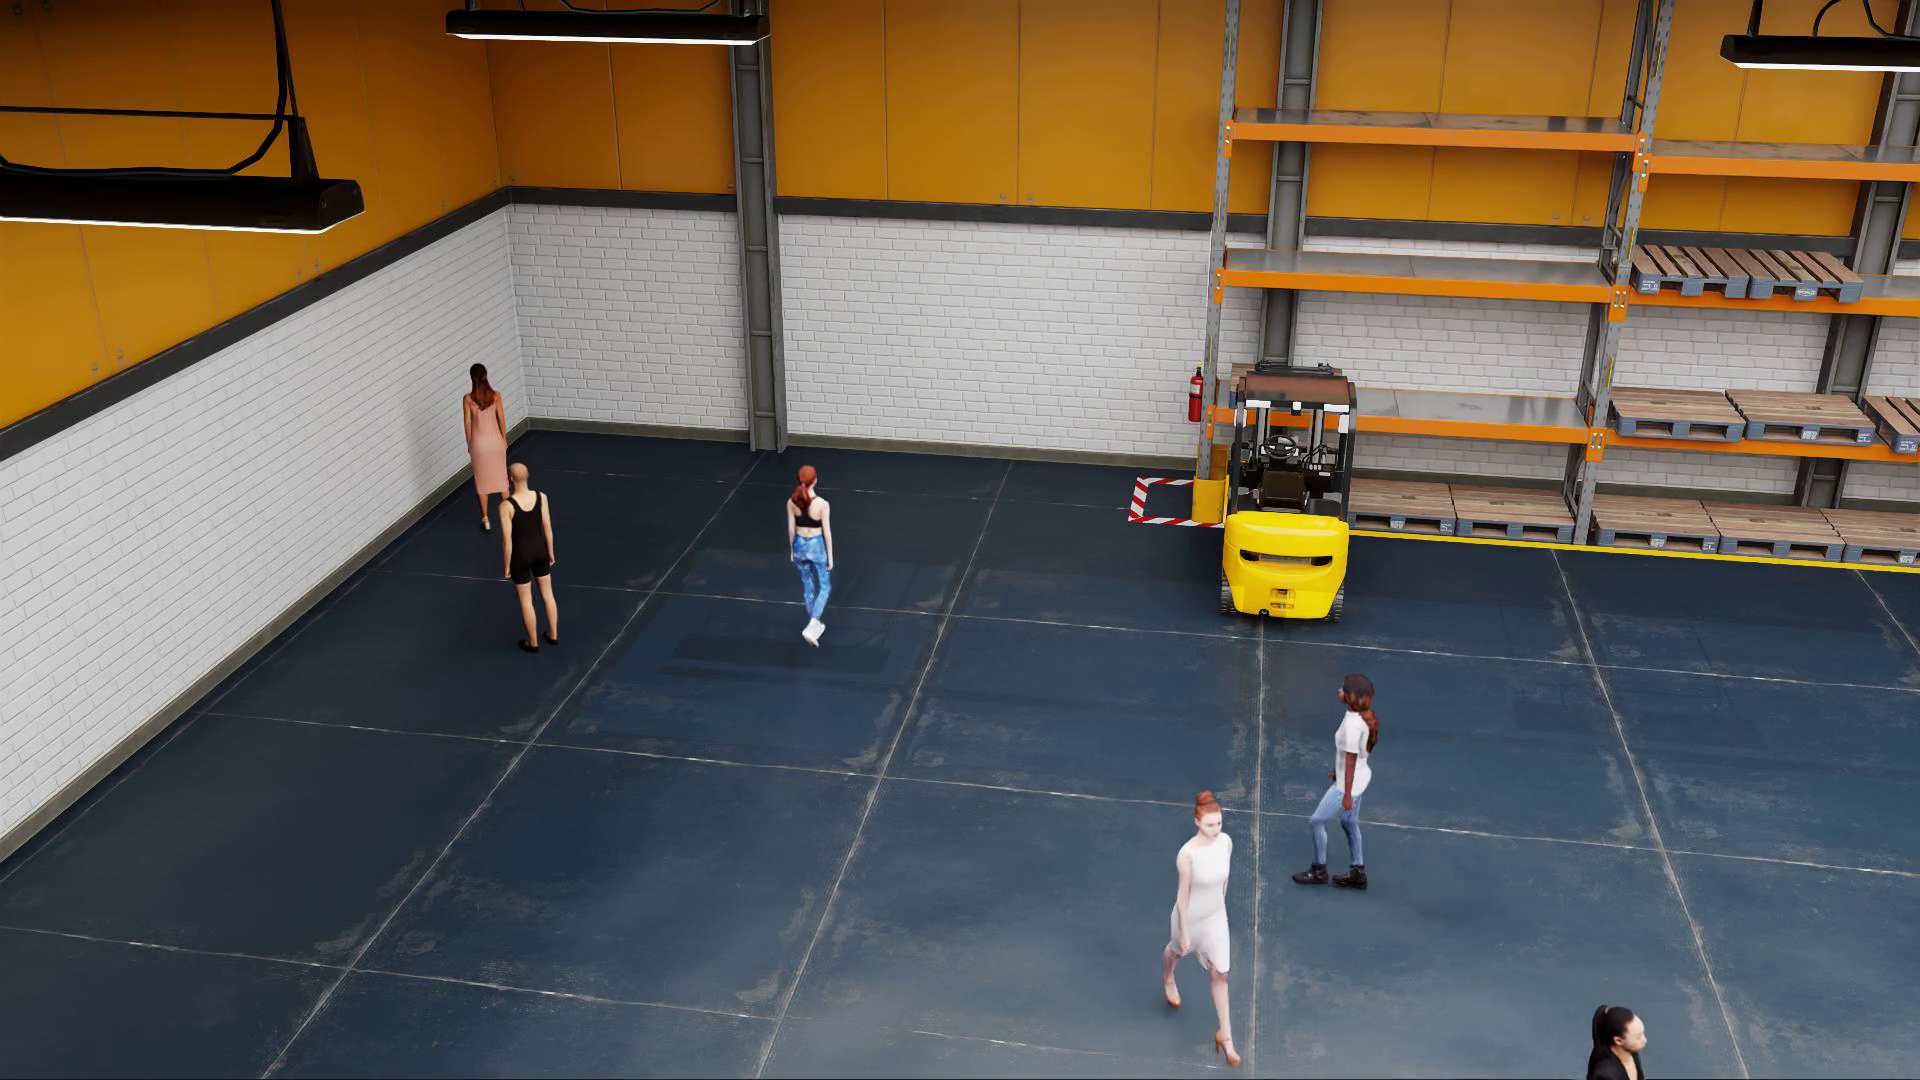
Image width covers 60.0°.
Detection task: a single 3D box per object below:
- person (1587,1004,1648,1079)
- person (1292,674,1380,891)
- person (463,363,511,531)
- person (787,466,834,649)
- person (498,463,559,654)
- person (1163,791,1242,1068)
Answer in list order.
[{"bbox_3d":[3.257,3.082,8.634,0.936,1.681,0.792,15,28,31],"label":"person"},{"bbox_3d":[2.806,1.736,11.683,0.800,1.705,0.678,9,25,19],"label":"person"},{"bbox_3d":[-5.056,-1.004,17.794,0.616,1.830,0.716,-9,25,-19],"label":"person"},{"bbox_3d":[-1.373,0.186,15.145,0.887,1.771,0.659,5,24,12],"label":"person"},{"bbox_3d":[-3.928,0.157,15.157,0.710,1.815,0.725,-20,31,-38],"label":"person"},{"bbox_3d":[1.422,2.320,10.308,1.099,1.736,1.057,-11,26,-23],"label":"person"}]
